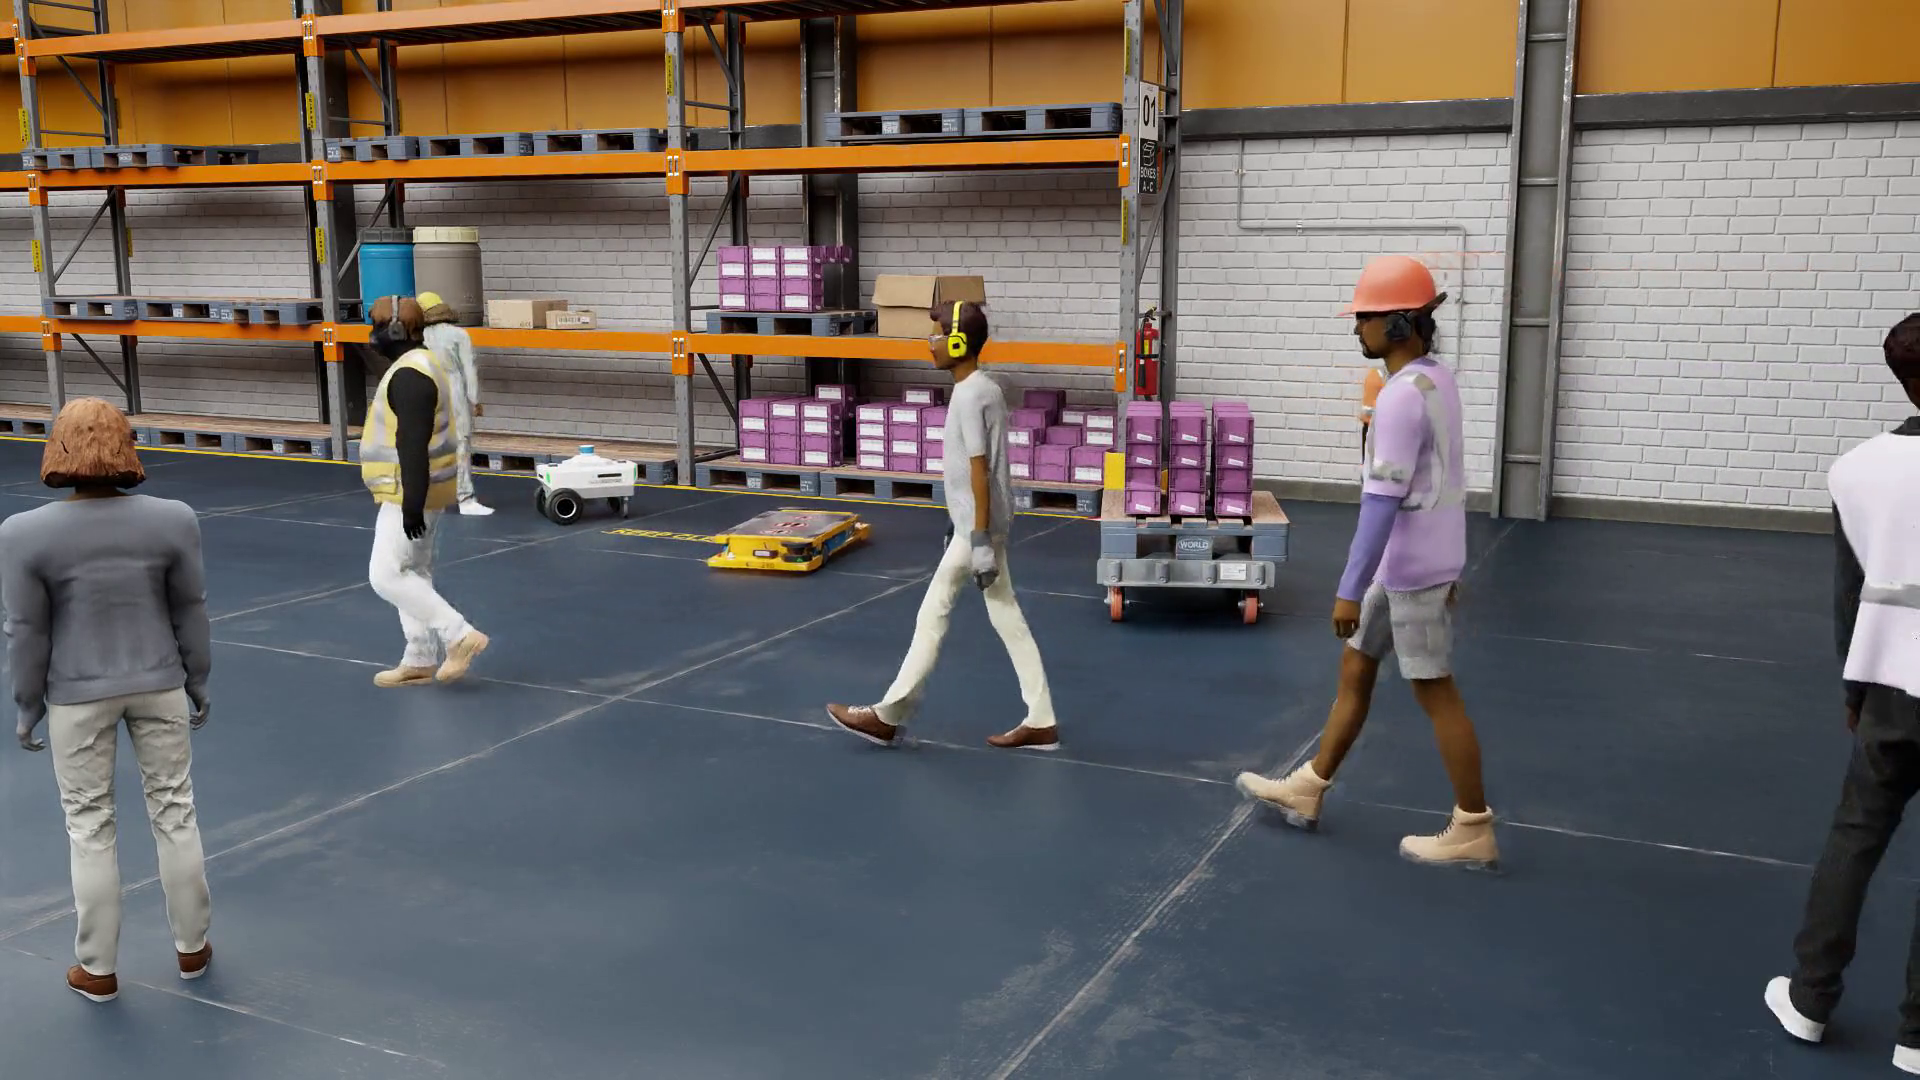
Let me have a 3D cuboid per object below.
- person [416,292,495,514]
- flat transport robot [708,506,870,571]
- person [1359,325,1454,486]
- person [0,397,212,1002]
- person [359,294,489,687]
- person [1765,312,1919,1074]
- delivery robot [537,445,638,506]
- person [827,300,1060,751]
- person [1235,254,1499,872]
[{"bbox_3d":[-3.878,-1.046,12.782,0.659,1.700,0.348,2,10,9],"label":"person"},{"bbox_3d":[-1.102,-0.021,10.993,0.652,0.197,1.431,2,10,12],"label":"flat transport robot"},{"bbox_3d":[2.490,-0.398,9.093,0.552,1.677,0.565,-2,10,-12],"label":"person"},{"bbox_3d":[-2.292,0.431,4.513,0.500,1.633,0.279,-7,12,-37],"label":"person"},{"bbox_3d":[-2.505,-0.204,7.600,0.450,1.821,0.643,-3,10,-16],"label":"person"},{"bbox_3d":[2.343,0.399,4.047,0.366,1.867,0.701,-4,11,-20],"label":"person"},{"bbox_3d":[-2.786,-0.468,12.473,0.707,0.478,0.477,-5,11,-25],"label":"delivery robot"},{"bbox_3d":[-0.037,-0.036,6.674,0.975,1.809,0.570,2,10,11],"label":"person"},{"bbox_3d":[1.362,0.077,5.490,0.999,1.993,0.632,4,11,23],"label":"person"}]
